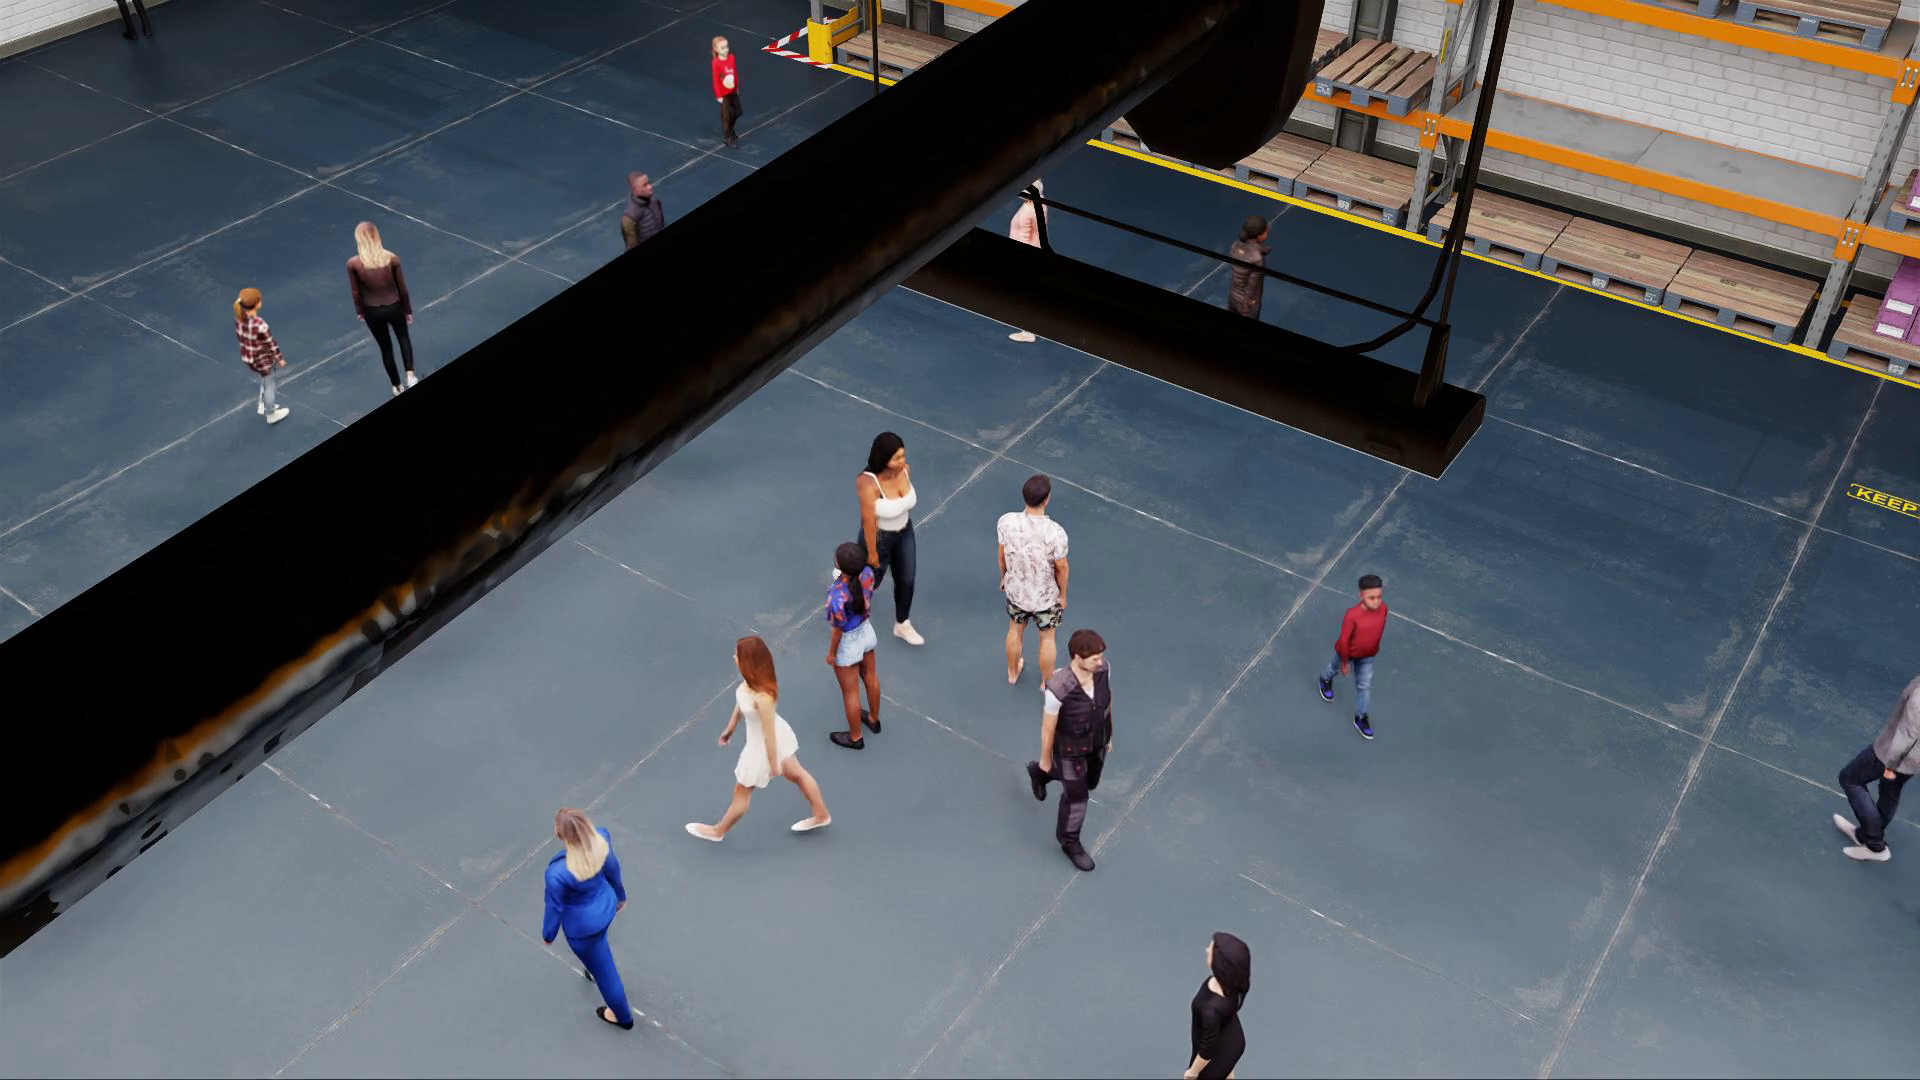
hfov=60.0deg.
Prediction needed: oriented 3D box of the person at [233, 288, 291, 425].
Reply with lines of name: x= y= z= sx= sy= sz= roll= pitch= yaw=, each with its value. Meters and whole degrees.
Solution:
person: x=-6.082 y=-1.549 z=14.337 sx=0.424 sy=1.292 sz=0.587 roll=20 pitch=43 yaw=23

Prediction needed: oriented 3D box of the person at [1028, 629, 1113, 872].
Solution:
person: x=0.684 y=1.222 z=10.440 sx=0.798 sy=1.825 sz=1.059 roll=-26 pitch=46 yaw=-29

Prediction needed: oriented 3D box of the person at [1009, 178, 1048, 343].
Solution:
person: x=0.643 y=-2.635 z=15.349 sx=0.594 sy=1.726 sz=0.645 roll=14 pitch=41 yaw=17

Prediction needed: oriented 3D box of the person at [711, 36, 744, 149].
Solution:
person: x=-2.668 y=-5.071 z=18.762 sx=0.572 sy=1.274 sz=0.534 roll=30 pitch=48 yaw=32

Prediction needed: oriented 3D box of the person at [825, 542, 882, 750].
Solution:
person: x=-0.713 y=0.695 z=11.168 sx=0.501 sy=1.741 sz=0.579 roll=24 pitch=45 yaw=27

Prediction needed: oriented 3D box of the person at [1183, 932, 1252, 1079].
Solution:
person: x=1.329 y=2.668 z=8.644 sx=0.476 sy=1.807 sz=0.588 roll=24 pitch=45 yaw=27

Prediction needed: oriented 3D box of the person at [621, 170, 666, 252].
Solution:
person: x=-2.890 y=-2.525 z=15.143 sx=1.190 sy=1.812 sz=0.881 roll=13 pitch=41 yaw=16

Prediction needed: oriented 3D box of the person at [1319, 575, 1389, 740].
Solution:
person: x=2.713 y=0.717 z=11.538 sx=0.839 sy=1.244 sz=0.926 roll=-9 pitch=39 yaw=-11

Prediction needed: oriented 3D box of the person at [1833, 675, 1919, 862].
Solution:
person: x=5.903 y=1.331 z=10.277 sx=0.861 sy=1.859 sz=0.916 roll=-15 pitch=41 yaw=-18

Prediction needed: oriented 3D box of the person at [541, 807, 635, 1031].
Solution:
person: x=-2.003 y=2.174 z=9.360 sx=0.753 sy=1.685 sz=0.694 roll=17 pitch=41 yaw=20

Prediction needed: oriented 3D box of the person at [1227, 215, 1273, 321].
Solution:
person: x=2.516 y=-2.112 z=14.747 sx=0.740 sy=1.661 sz=0.685 roll=-6 pitch=39 yaw=-8

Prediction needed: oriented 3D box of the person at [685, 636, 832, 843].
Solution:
person: x=-1.124 y=1.277 z=10.512 sx=1.162 sy=1.649 sz=1.066 roll=-6 pitch=39 yaw=-7

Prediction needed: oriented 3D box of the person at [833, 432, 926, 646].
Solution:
person: x=-0.610 y=-0.049 z=12.065 sx=0.796 sy=1.783 sz=1.151 roll=-29 pitch=47 yaw=-31

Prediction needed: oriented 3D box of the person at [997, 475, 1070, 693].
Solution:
person: x=0.511 y=0.312 z=11.587 sx=0.574 sy=1.816 sz=0.767 roll=15 pitch=41 yaw=18

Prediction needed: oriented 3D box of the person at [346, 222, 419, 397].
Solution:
person: x=-5.013 y=-1.943 z=14.513 sx=0.725 sy=1.688 sz=0.753 roll=-15 pitch=41 yaw=-18
